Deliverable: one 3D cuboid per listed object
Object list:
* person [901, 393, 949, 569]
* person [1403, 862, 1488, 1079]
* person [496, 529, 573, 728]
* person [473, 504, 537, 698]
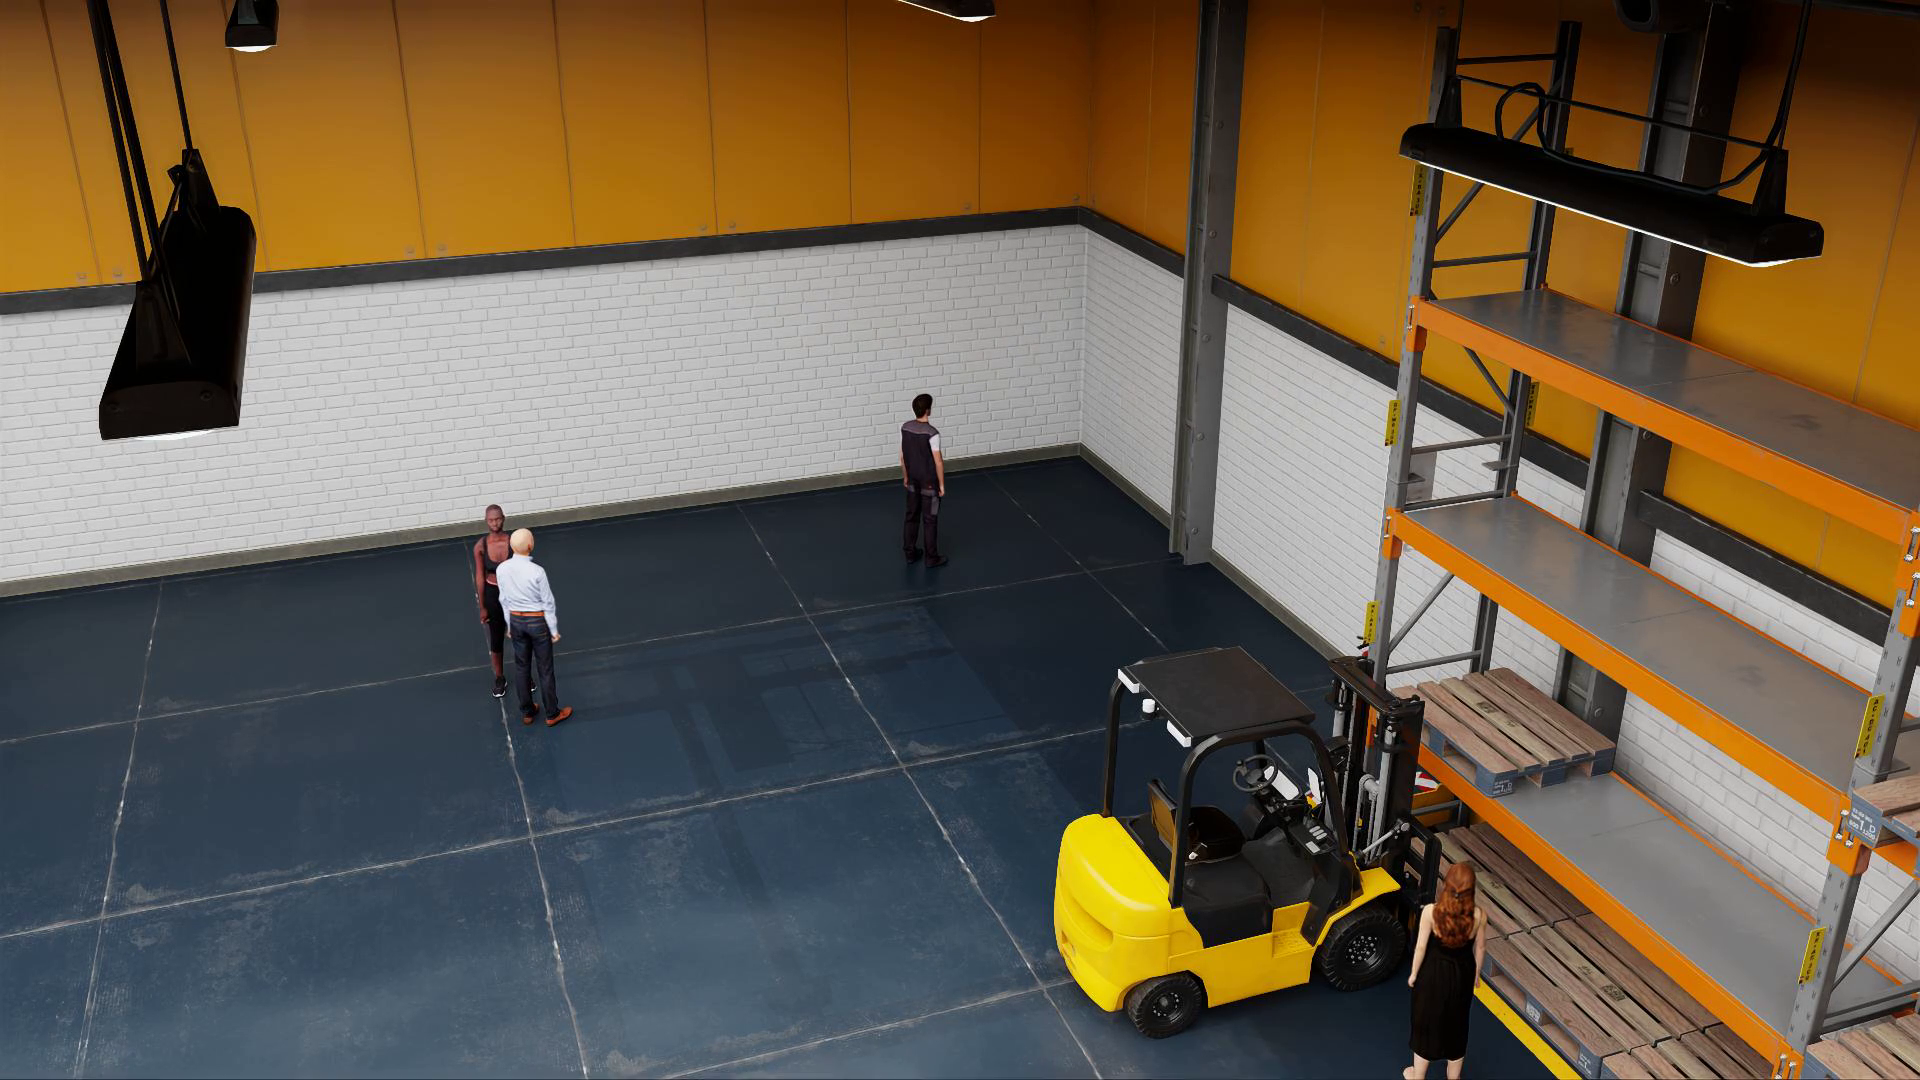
[{"bbox_3d":[-0.385,-0.617,17.090,0.718,1.848,0.816,15,28,31],"label":"person"},{"bbox_3d":[2.904,2.624,9.954,0.668,1.624,0.686,1,24,3],"label":"person"},{"bbox_3d":[-3.626,0.738,14.061,0.735,1.792,0.753,5,24,11],"label":"person"},{"bbox_3d":[-4.007,0.510,14.625,0.585,1.758,0.515,-9,25,-19],"label":"person"}]
